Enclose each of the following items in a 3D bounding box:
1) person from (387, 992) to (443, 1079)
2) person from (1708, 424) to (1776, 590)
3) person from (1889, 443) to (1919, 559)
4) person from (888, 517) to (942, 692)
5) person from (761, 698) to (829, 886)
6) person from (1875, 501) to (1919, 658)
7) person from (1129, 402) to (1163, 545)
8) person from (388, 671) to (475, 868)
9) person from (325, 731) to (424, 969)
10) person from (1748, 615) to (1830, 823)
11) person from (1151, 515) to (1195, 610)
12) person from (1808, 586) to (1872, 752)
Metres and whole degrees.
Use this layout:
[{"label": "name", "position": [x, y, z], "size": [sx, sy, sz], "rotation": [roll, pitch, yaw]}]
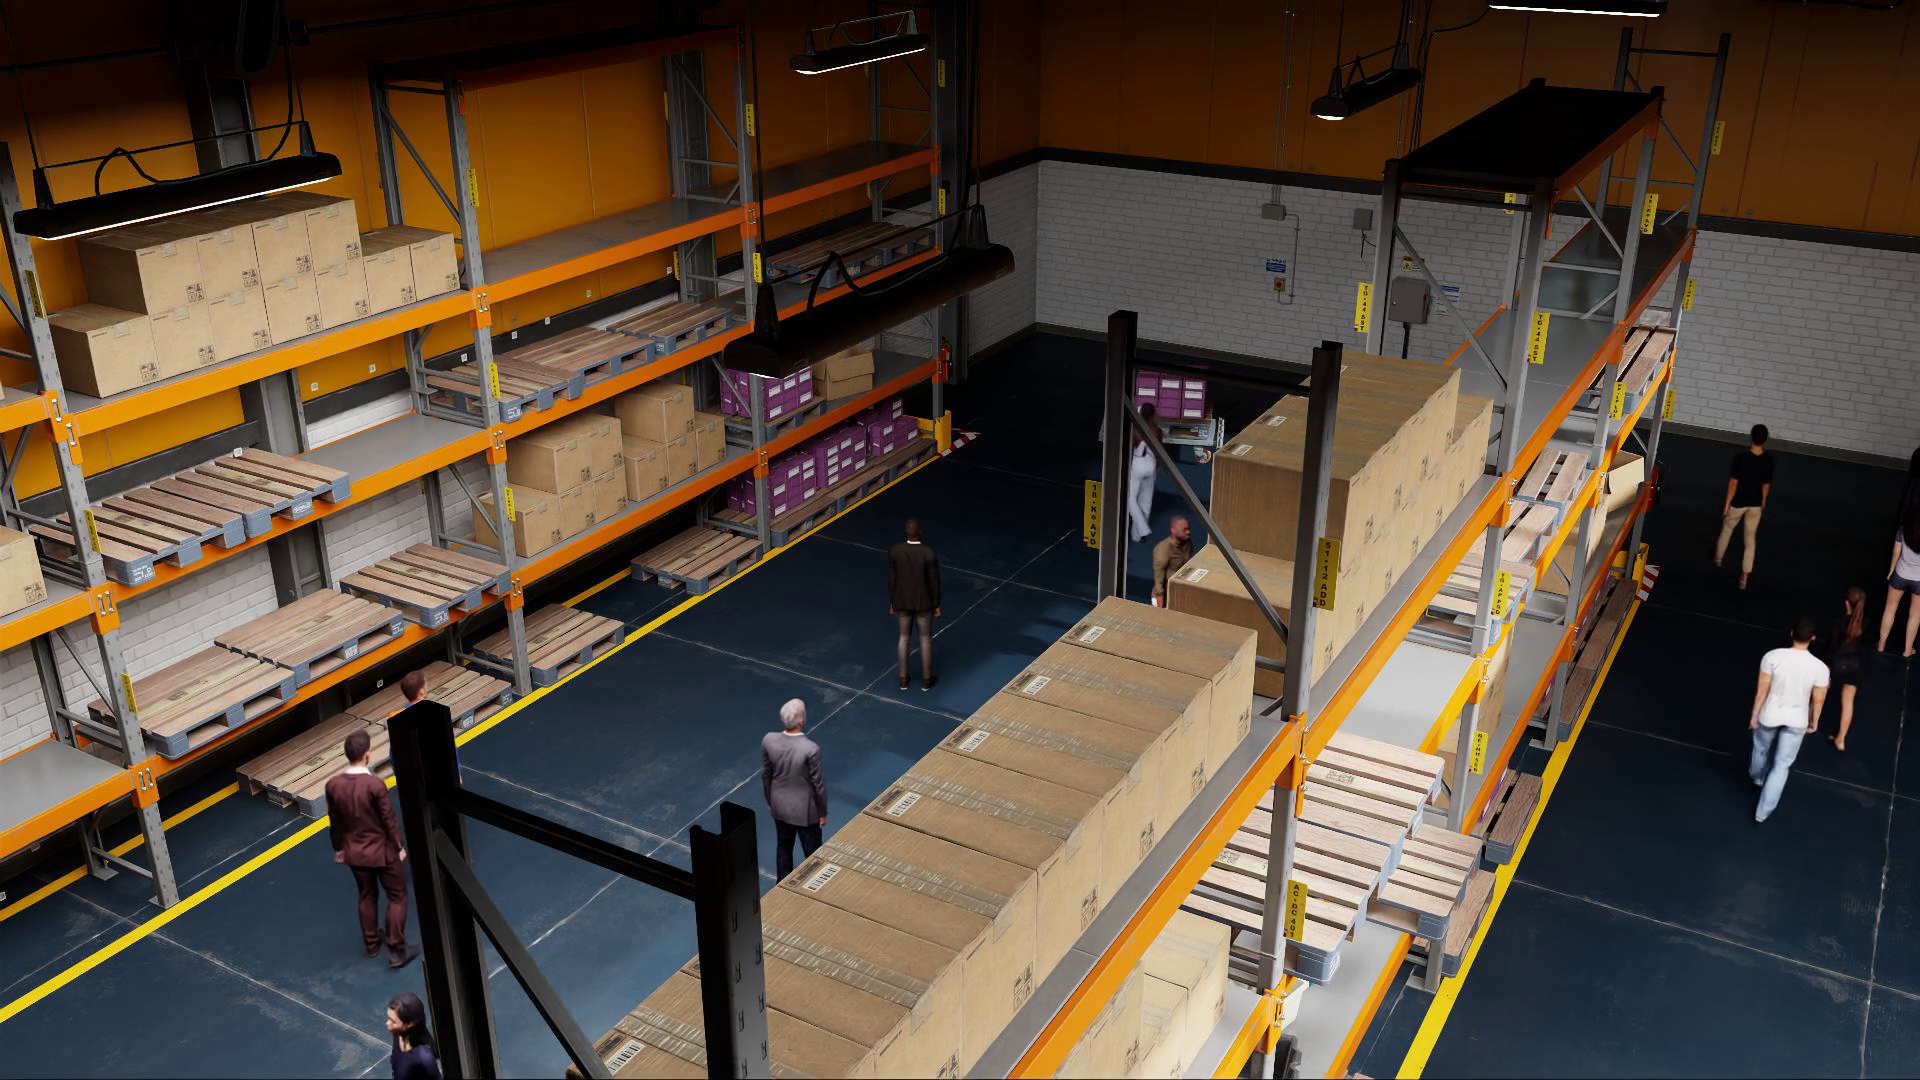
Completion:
[{"label": "person", "position": [-3.147, 3.390, 10.027], "size": [1.176, 1.695, 0.956], "rotation": [-14, 27, -29]}, {"label": "person", "position": [8.722, -0.332, 18.398], "size": [0.979, 1.810, 1.252], "rotation": [3, 24, 6]}, {"label": "person", "position": [11.019, -0.539, 19.114], "size": [0.748, 1.615, 0.636], "rotation": [4, 24, 9]}, {"label": "person", "position": [-0.446, 0.621, 16.231], "size": [0.727, 1.800, 0.659], "rotation": [5, 24, 11]}, {"label": "person", "position": [-1.263, 2.053, 12.902], "size": [0.714, 1.842, 0.608], "rotation": [11, 26, 24]}, {"label": "person", "position": [9.680, 0.368, 16.925], "size": [0.610, 1.707, 0.547], "rotation": [16, 28, 32]}, {"label": "person", "position": [2.151, -0.720, 19.329], "size": [0.844, 1.775, 0.898], "rotation": [-7, 25, -16]}, {"label": "person", "position": [-4.231, 1.894, 13.241], "size": [0.789, 1.862, 0.800], "rotation": [-1, 24, -2]}, {"label": "person", "position": [-4.361, 2.302, 12.321], "size": [0.834, 1.851, 0.812], "rotation": [4, 24, 10]}, {"label": "person", "position": [6.954, 1.549, 14.079], "size": [0.700, 1.822, 1.086], "rotation": [14, 27, 29]}, {"label": "person", "position": [2.054, 0.588, 16.284], "size": [0.823, 1.817, 0.604], "rotation": [21, 31, 39]}, {"label": "person", "position": [8.138, 1.200, 15.256], "size": [0.788, 1.518, 1.094], "rotation": [4, 24, 8]}]
